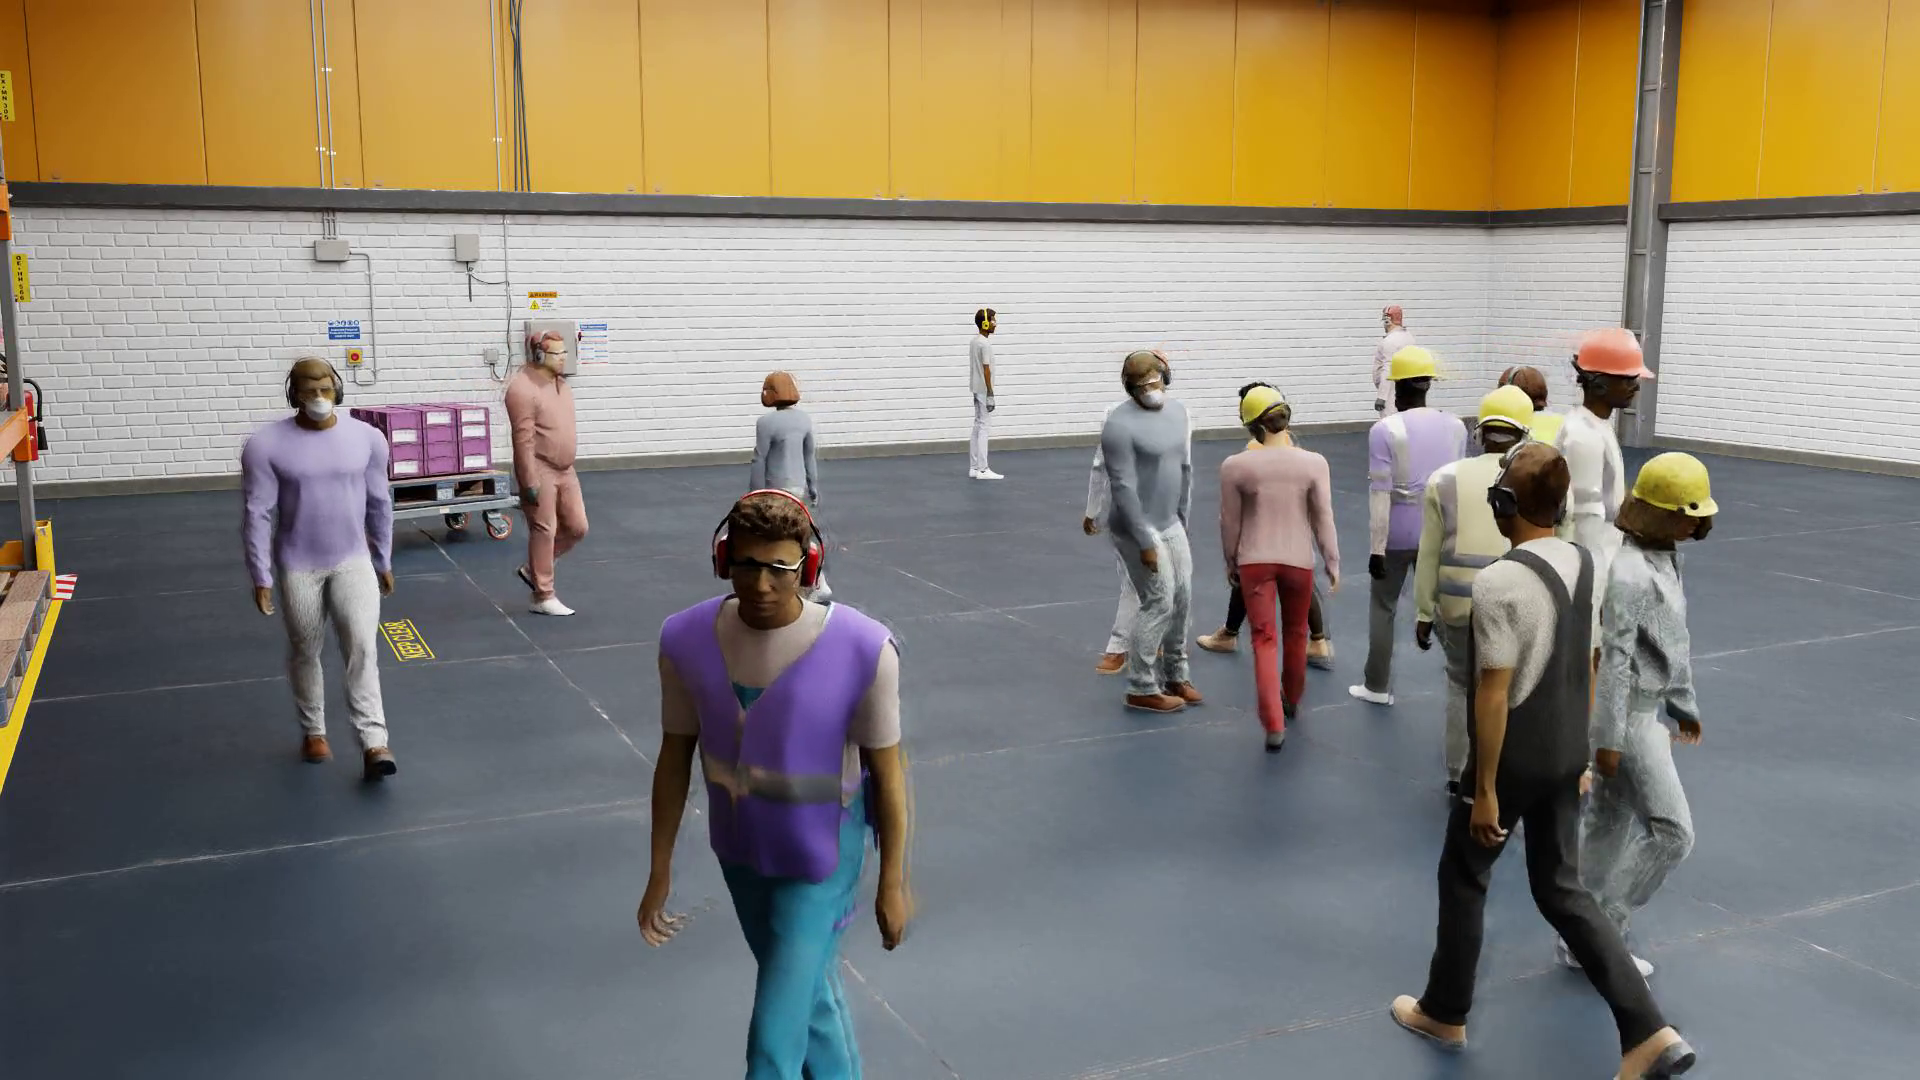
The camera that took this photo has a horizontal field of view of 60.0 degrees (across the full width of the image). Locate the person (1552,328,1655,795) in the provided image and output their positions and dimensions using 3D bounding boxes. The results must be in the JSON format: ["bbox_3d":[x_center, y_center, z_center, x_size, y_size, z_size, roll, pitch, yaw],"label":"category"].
[{"bbox_3d":[2.722,0.110,7.141,0.424,2.027,0.631,4,10,25],"label":"person"}]

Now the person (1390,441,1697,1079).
[{"bbox_3d":[1.631,0.634,4.599,0.511,1.812,0.870,-6,11,-32],"label":"person"}]

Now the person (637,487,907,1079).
[{"bbox_3d":[-0.447,0.772,3.745,0.578,1.787,0.895,5,11,29],"label":"person"}]

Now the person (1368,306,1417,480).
[{"bbox_3d":[4.683,-1.590,18.085,0.406,1.902,0.638,7,11,36],"label":"person"}]

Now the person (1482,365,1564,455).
[{"bbox_3d":[2.837,0.064,8.106,0.640,1.820,0.590,-6,11,-32],"label":"person"}]

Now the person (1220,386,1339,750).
[{"bbox_3d":[1.540,0.112,8.109,0.555,1.709,0.871,1,9,4],"label":"person"}]

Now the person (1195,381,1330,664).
[{"bbox_3d":[1.786,-0.095,9.608,0.878,1.645,0.548,8,12,41],"label":"person"}]

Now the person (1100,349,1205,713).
[{"bbox_3d":[0.970,-0.034,8.494,0.405,1.889,0.677,8,12,39],"label":"person"}]

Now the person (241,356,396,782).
[{"bbox_3d":[-2.826,0.137,7.409,0.655,1.884,1.013,-5,10,-28],"label":"person"}]

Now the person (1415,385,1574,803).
[{"bbox_3d":[2.214,0.268,6.854,0.589,1.800,0.744,5,11,30],"label":"person"}]

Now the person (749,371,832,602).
[{"bbox_3d":[-1.155,-0.347,11.307,0.819,1.603,0.520,7,11,36],"label":"person"}]

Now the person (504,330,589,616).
[{"bbox_3d":[-2.731,-0.434,10.958,0.459,1.890,0.645,3,10,20],"label":"person"}]

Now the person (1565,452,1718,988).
[{"bbox_3d":[2.117,0.570,5.211,0.413,1.714,0.515,4,10,26],"label":"person"}]

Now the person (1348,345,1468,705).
[{"bbox_3d":[2.342,-0.032,8.442,0.598,1.901,0.851,-4,10,-22],"label":"person"}]

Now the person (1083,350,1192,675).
[{"bbox_3d":[1.087,-0.172,9.500,0.682,1.837,0.762,7,12,37],"label":"person"}]

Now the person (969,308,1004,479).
[{"bbox_3d":[0.273,-1.600,18.239,0.320,1.871,0.533,-3,10,-17],"label":"person"}]

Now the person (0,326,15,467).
[{"bbox_3d":[-7.357,-0.706,12.453,0.571,1.954,0.669,0,9,0],"label":"person"}]
